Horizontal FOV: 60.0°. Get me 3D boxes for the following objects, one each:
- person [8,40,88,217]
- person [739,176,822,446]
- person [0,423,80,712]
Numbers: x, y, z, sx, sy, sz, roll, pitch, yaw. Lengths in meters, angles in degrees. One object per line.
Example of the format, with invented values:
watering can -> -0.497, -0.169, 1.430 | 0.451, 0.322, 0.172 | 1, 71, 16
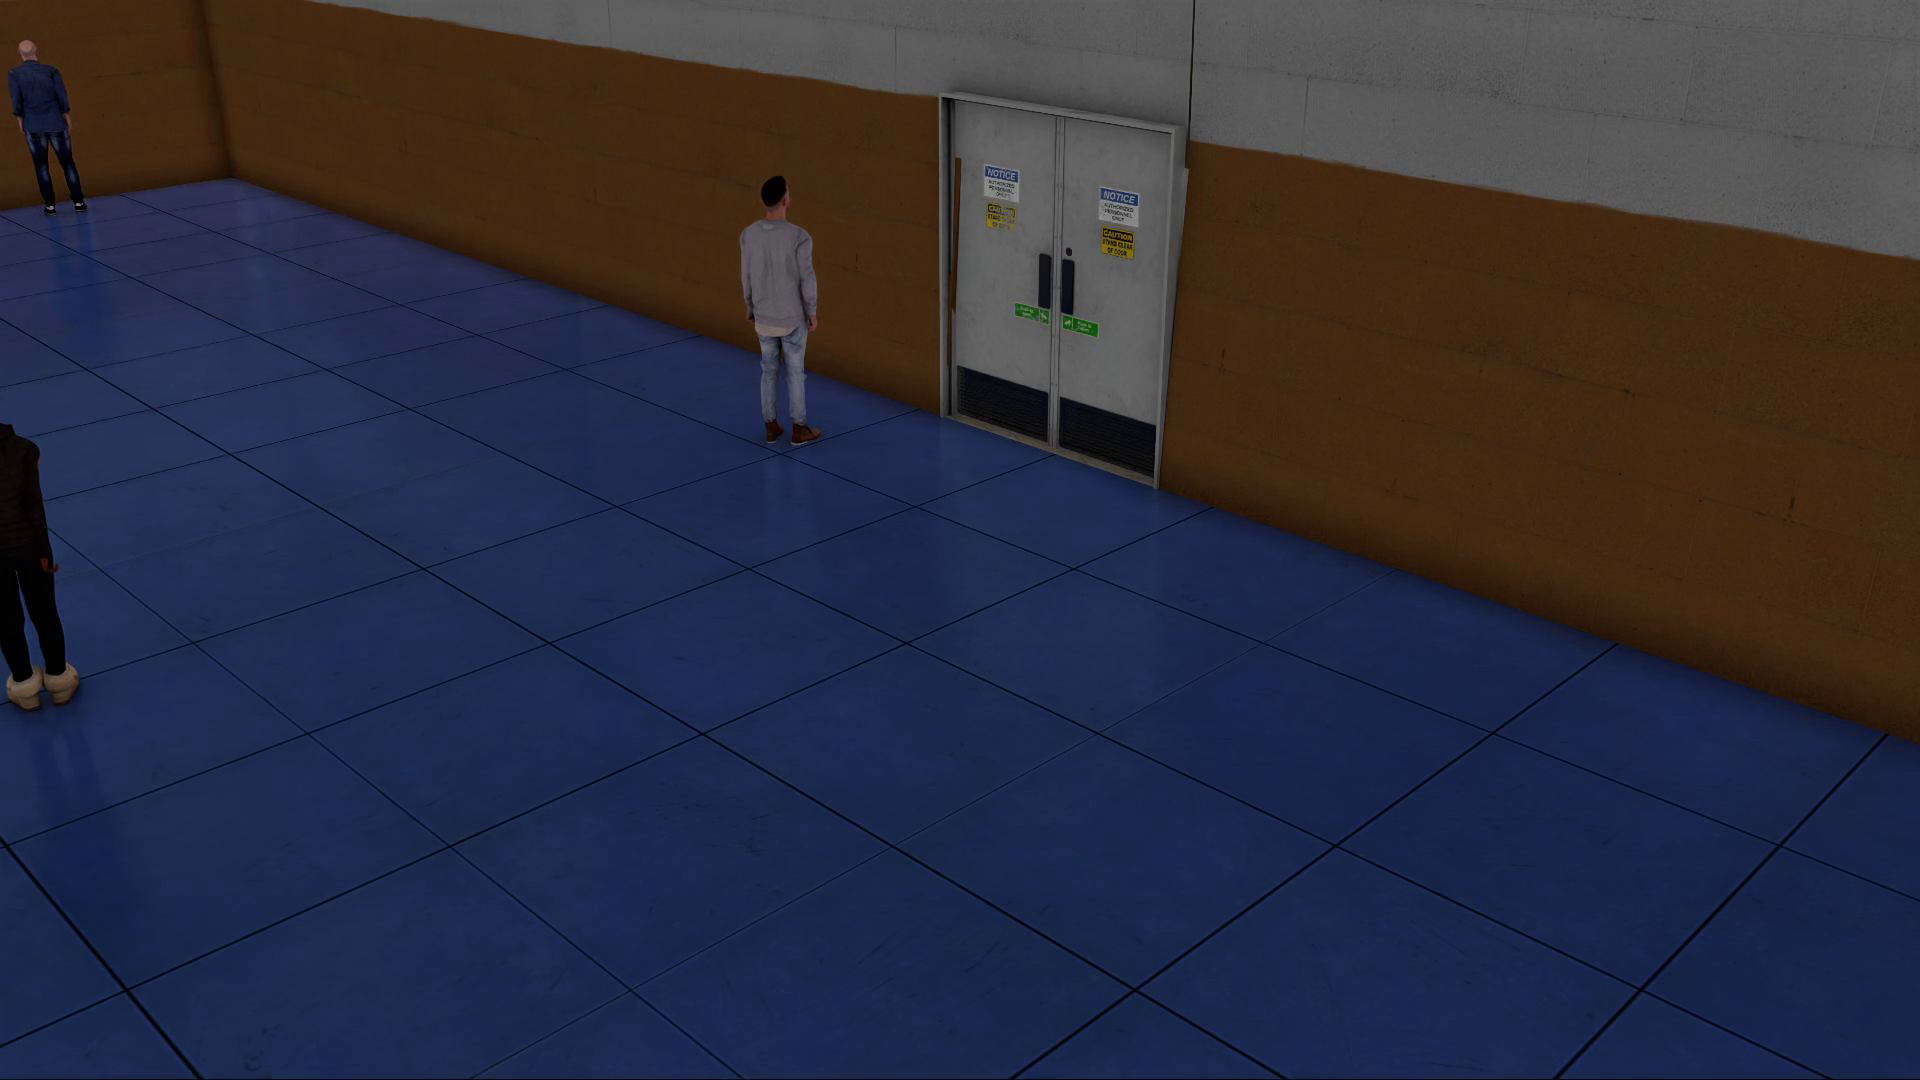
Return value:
person -> -9.824, -4.428, 17.871 | 0.640, 1.824, 0.837 | -12, 26, -26
person -> -1.217, -1.550, 11.276 | 0.759, 1.839, 0.724 | 8, 25, 17
person -> -4.474, 0.051, 7.840 | 0.667, 1.660, 0.597 | 9, 25, 19
